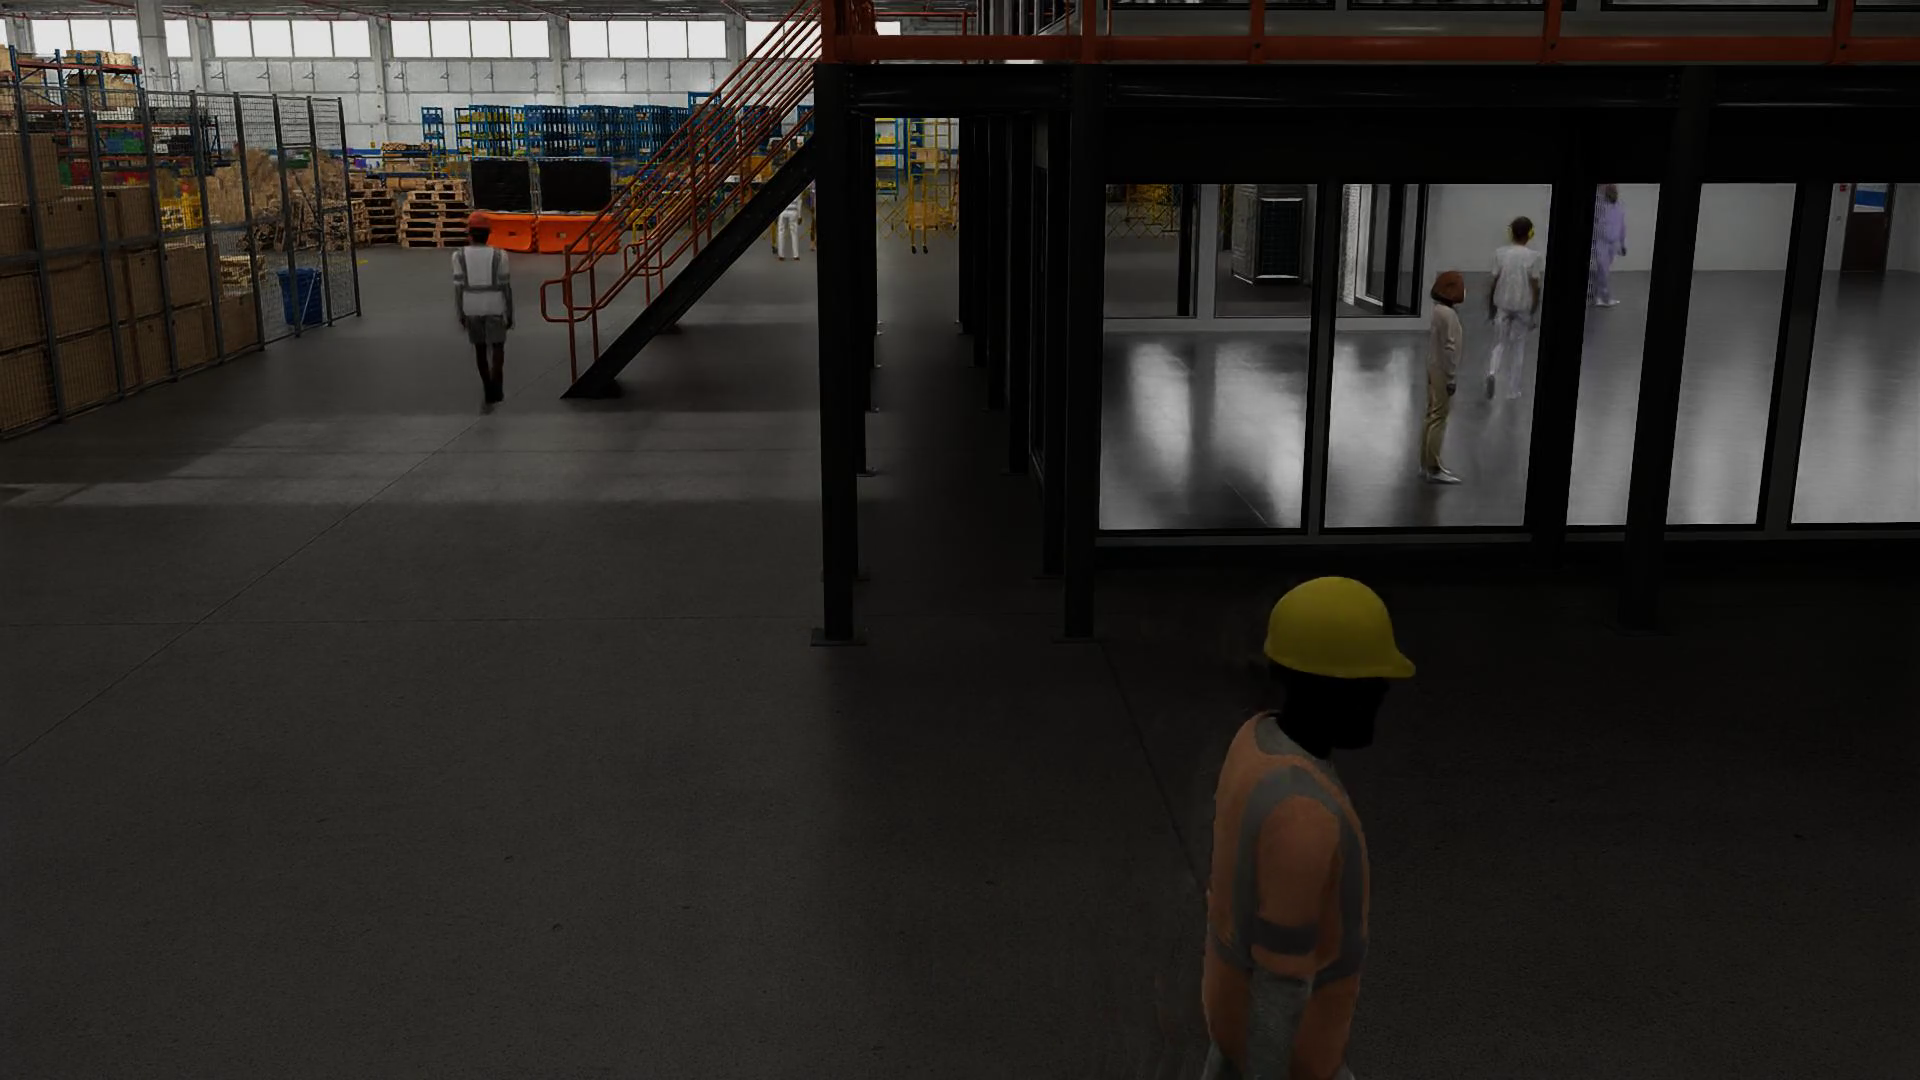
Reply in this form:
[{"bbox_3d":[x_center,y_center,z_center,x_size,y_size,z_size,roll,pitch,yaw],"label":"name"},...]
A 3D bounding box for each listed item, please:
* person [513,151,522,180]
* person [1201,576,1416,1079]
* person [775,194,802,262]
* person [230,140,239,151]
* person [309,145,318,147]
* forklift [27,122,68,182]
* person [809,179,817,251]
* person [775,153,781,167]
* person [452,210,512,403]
[{"bbox_3d":[-16.369,-13.580,61.892,0.568,1.755,0.523,-7,16,-27],"label":"person"},{"bbox_3d":[0.667,0.976,3.474,0.980,1.882,0.603,0,14,1],"label":"person"},{"bbox_3d":[-3.474,-6.574,33.633,0.580,1.883,0.356,2,14,9],"label":"person"},{"bbox_3d":[-35.401,-18.585,81.502,0.611,1.963,0.980,-8,16,-30],"label":"person"},{"bbox_3d":[-36.329,-21.523,93.501,0.633,1.831,0.429,-8,16,-30],"label":"person"},{"bbox_3d":[-35.376,-14.773,64.377,1.129,2.768,1.873,-1,14,-2],"label":"forklift"},{"bbox_3d":[-3.082,-7.363,36.457,0.392,2.045,0.608,7,16,27],"label":"person"},{"bbox_3d":[-8.344,-17.080,75.780,0.654,1.804,0.624,2,14,8],"label":"person"},{"bbox_3d":[-4.695,-2.274,16.390,0.544,1.916,0.571,-2,14,-9],"label":"person"}]
